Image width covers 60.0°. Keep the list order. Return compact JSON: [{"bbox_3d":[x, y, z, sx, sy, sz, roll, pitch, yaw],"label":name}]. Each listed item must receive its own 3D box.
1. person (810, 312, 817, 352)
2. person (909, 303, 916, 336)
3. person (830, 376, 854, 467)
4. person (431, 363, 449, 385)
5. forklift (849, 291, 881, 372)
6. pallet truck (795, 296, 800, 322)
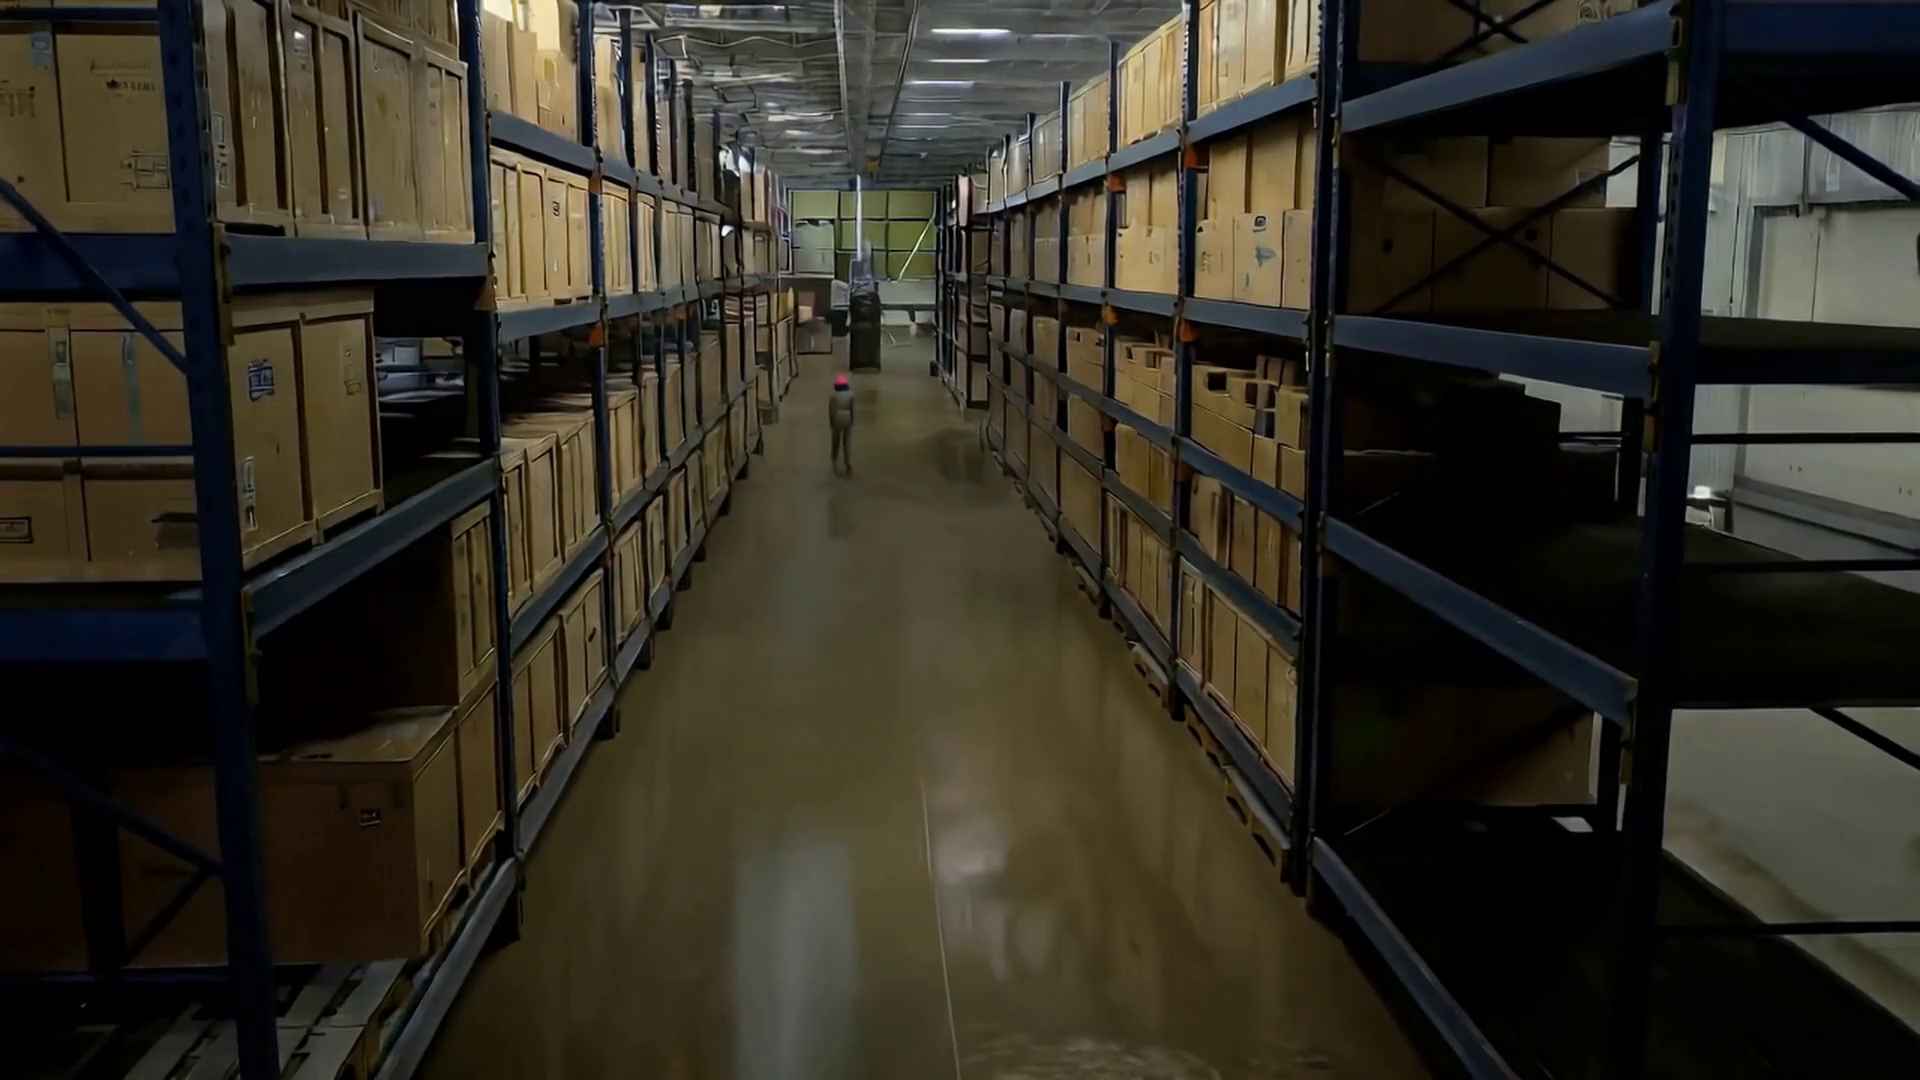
[{"bbox_3d":[-6.297,-8.918,71.257,0.320,1.698,0.538,-2,10,-13],"label":"person"},{"bbox_3d":[-2.472,-11.503,86.742,0.320,1.683,0.541,4,10,22],"label":"person"},{"bbox_3d":[-2.237,-2.256,31.478,0.495,1.692,0.942,-3,10,-15],"label":"person"},{"bbox_3d":[-10.636,-2.723,33.970,0.886,1.787,0.730,-1,10,-4],"label":"person"},{"bbox_3d":[-3.344,-7.351,58.380,1.129,2.768,1.873,-1,10,-3],"label":"forklift"},{"bbox_3d":[-8.622,-12.439,91.403,1.885,1.965,0.823,2,10,13],"label":"pallet truck"}]
